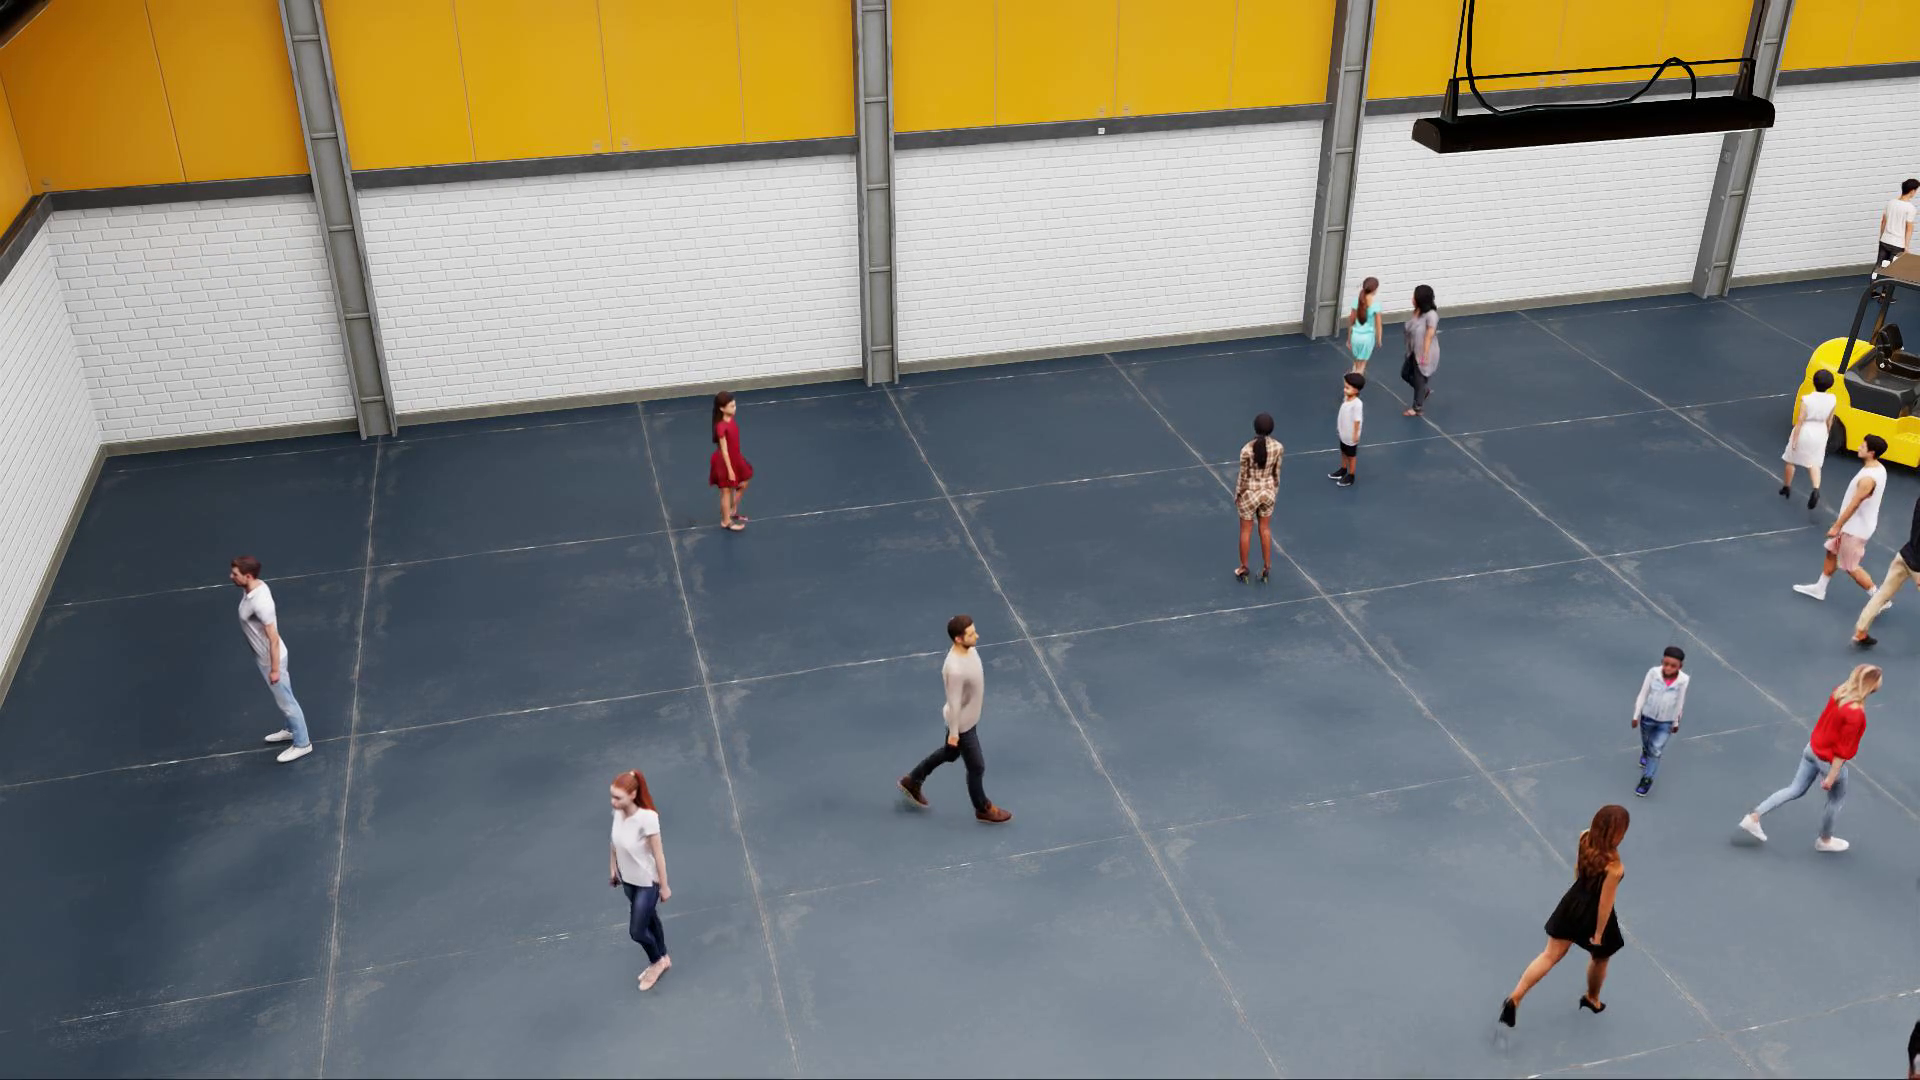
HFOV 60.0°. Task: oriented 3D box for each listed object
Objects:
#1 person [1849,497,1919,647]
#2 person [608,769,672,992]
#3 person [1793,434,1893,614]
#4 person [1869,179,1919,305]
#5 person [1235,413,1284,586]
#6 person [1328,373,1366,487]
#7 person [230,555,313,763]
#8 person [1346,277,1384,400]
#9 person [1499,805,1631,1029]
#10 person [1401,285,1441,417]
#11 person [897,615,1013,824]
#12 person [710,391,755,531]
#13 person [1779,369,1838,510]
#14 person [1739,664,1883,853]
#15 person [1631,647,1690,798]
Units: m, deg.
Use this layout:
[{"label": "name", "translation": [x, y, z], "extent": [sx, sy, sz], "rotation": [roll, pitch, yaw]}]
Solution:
[{"label": "person", "translation": [8.447, 0.223, 14.847], "extent": [1.197, 1.803, 0.704], "rotation": [-5, 29, -8]}, {"label": "person", "translation": [-2.077, 2.240, 11.227], "extent": [0.705, 1.728, 0.735], "rotation": [24, 37, 37]}, {"label": "person", "translation": [8.442, -0.106, 15.493], "extent": [1.116, 1.761, 1.099], "rotation": [18, 34, 30]}, {"label": "person", "translation": [12.865, -4.130, 22.917], "extent": [0.555, 1.716, 0.641], "rotation": [-10, 30, -18]}, {"label": "person", "translation": [2.867, -0.389, 15.979], "extent": [0.569, 1.794, 0.660], "rotation": [-6, 29, -10]}, {"label": "person", "translation": [4.244, -1.223, 18.067], "extent": [0.520, 1.258, 0.511], "rotation": [-11, 30, -18]}, {"label": "person", "translation": [-5.591, 0.935, 13.493], "extent": [0.639, 1.850, 0.699], "rotation": [-15, 32, -26]}, {"label": "person", "translation": [4.783, -2.366, 19.868], "extent": [0.724, 1.541, 0.805], "rotation": [21, 35, 34]}, {"label": "person", "translation": [3.945, 2.469, 10.731], "extent": [1.144, 1.801, 0.670], "rotation": [-11, 31, -20]}, {"label": "person", "translation": [5.508, -2.238, 19.579], "extent": [0.717, 1.592, 0.642], "rotation": [-6, 29, -12]}, {"label": "person", "translation": [-0.071, 1.369, 12.706], "extent": [1.251, 1.842, 0.982], "rotation": [5, 29, 8]}, {"label": "person", "translation": [-2.449, -0.812, 17.016], "extent": [0.746, 1.543, 0.690], "rotation": [4, 29, 7]}, {"label": "person", "translation": [8.936, -1.031, 17.427], "extent": [0.933, 1.535, 0.816], "rotation": [2, 29, 4]}, {"label": "person", "translation": [6.375, 1.636, 12.393], "extent": [1.134, 1.672, 0.814], "rotation": [2, 29, 4]}, {"label": "person", "translation": [5.617, 1.371, 13.330], "extent": [0.830, 1.240, 0.929], "rotation": [18, 34, 30]}]
